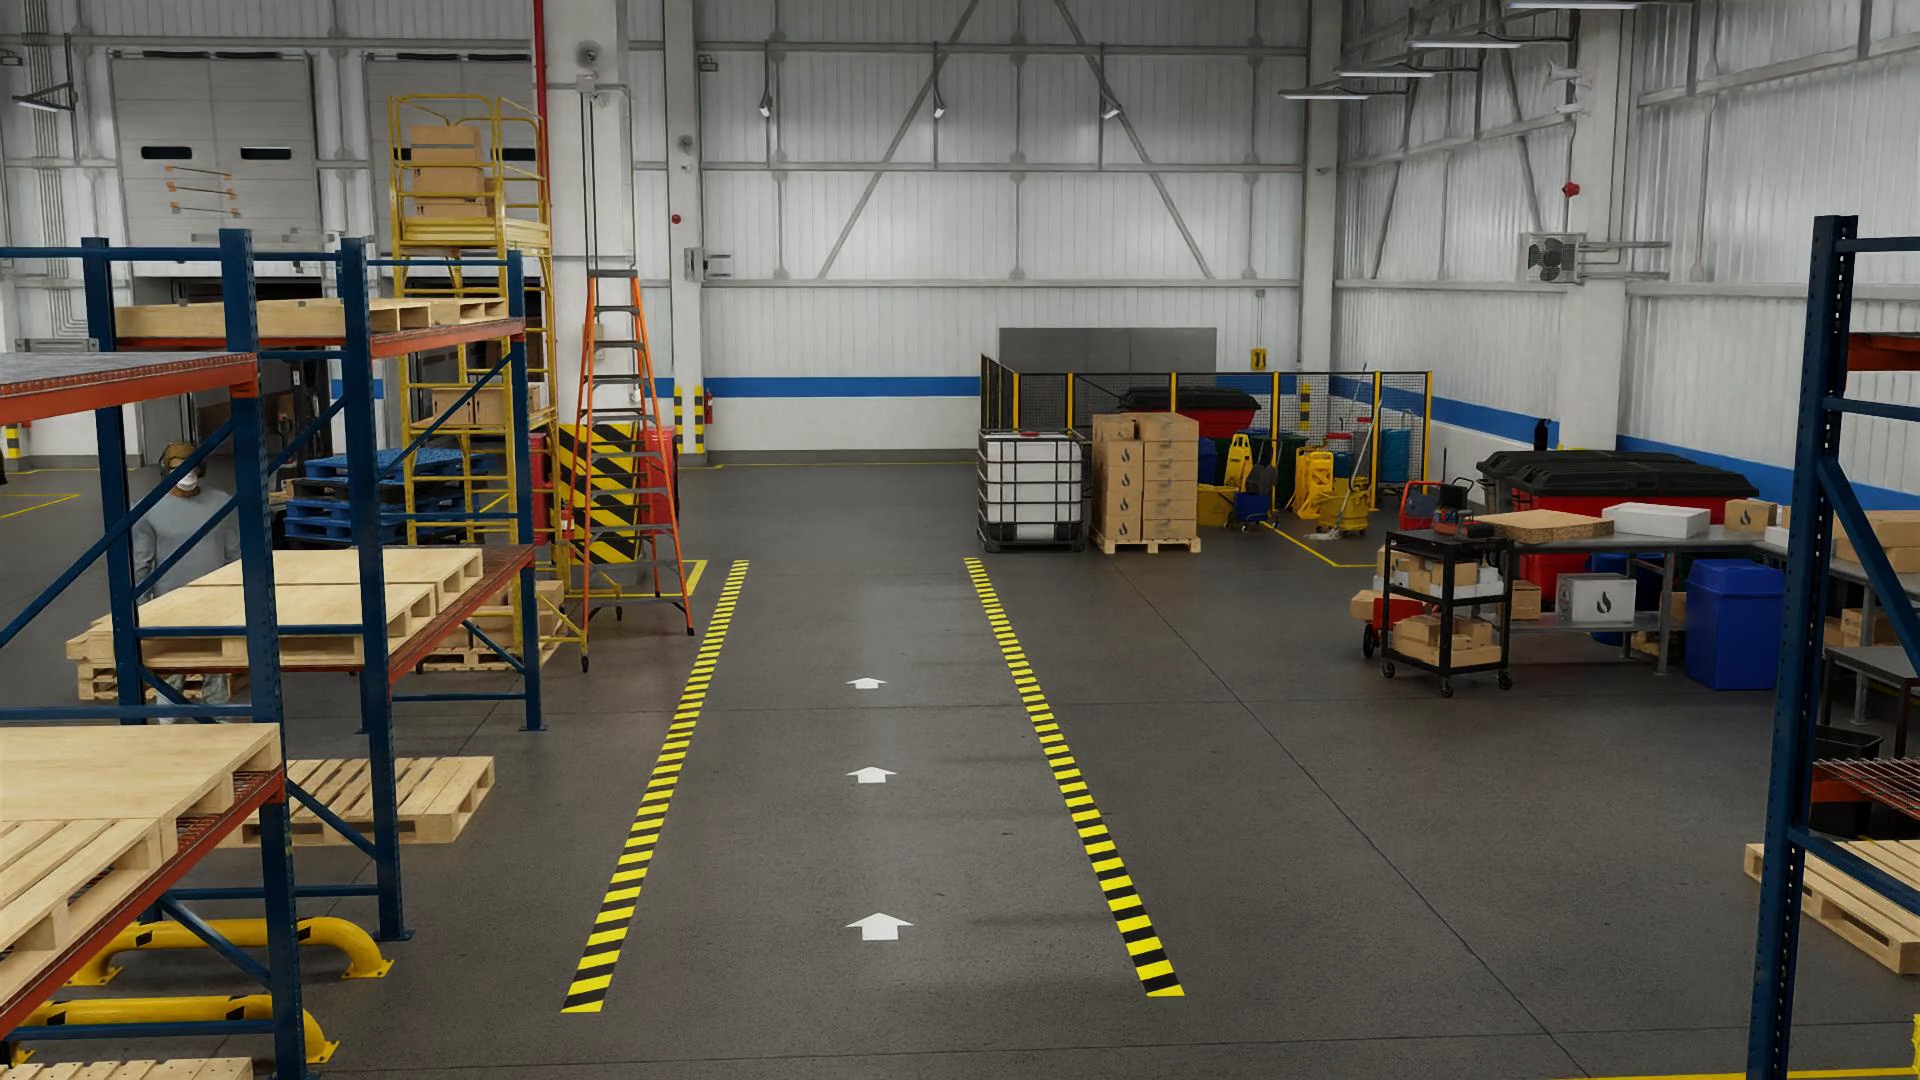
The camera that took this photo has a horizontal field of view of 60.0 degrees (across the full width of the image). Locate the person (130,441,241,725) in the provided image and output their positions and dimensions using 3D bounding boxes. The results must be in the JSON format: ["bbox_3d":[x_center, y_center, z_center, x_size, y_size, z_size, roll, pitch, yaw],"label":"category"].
[{"bbox_3d":[-4.446,0.389,9.632,0.636,1.938,0.358,-8,12,-42],"label":"person"}]

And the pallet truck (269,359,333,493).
[{"bbox_3d":[-7.062,-1.131,18.996,1.885,1.965,0.823,2,9,13],"label":"pallet truck"}]

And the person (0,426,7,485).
[{"bbox_3d":[-13.389,-1.694,22.758,0.554,1.928,0.398,1,9,7],"label":"person"}]
